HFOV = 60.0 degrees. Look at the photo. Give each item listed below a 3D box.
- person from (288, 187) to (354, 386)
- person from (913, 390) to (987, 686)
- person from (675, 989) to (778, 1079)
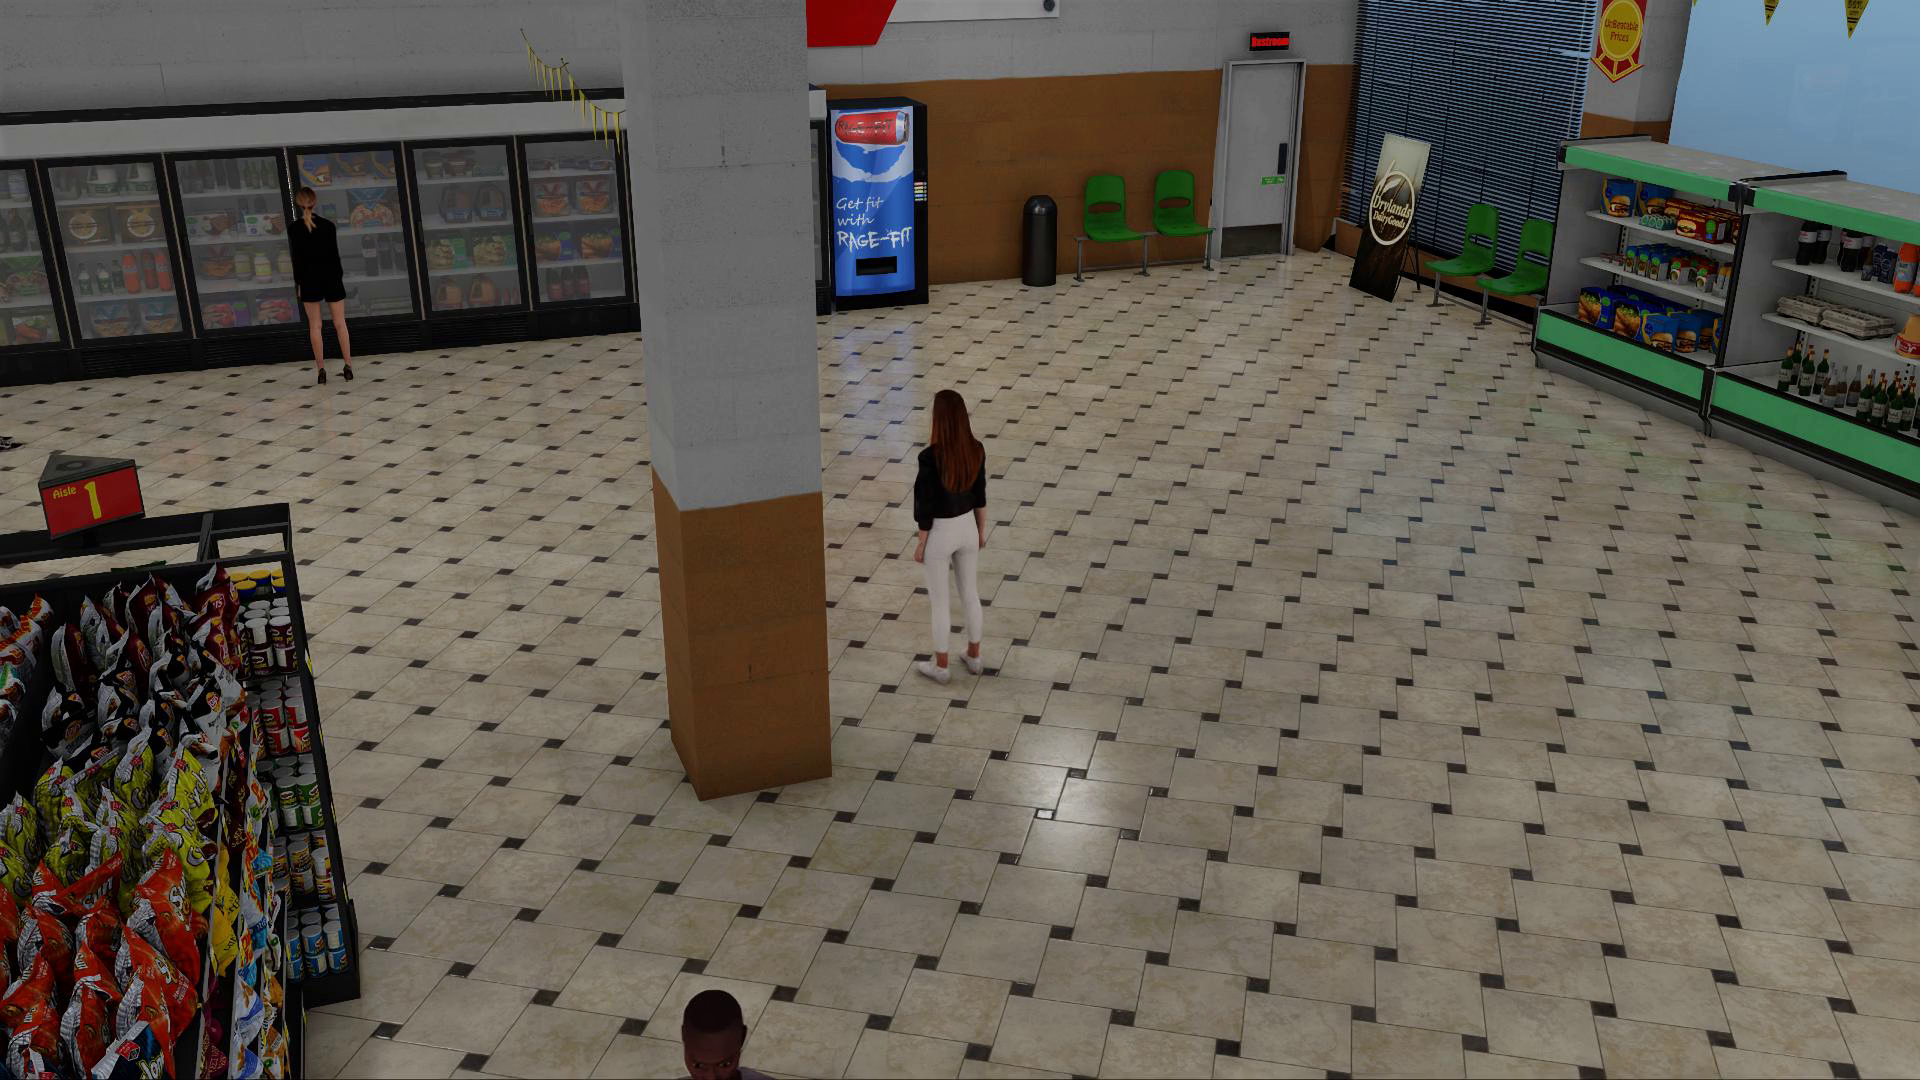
[{"bbox_3d":[-5.723,-2.272,14.875,0.585,1.768,0.536,-10,24,-24],"label":"person"},{"bbox_3d":[-0.051,-0.019,9.357,0.644,1.702,0.579,-12,25,-28],"label":"person"},{"bbox_3d":[-0.628,1.932,4.403,0.627,1.774,0.549,-6,23,-14],"label":"person"}]
